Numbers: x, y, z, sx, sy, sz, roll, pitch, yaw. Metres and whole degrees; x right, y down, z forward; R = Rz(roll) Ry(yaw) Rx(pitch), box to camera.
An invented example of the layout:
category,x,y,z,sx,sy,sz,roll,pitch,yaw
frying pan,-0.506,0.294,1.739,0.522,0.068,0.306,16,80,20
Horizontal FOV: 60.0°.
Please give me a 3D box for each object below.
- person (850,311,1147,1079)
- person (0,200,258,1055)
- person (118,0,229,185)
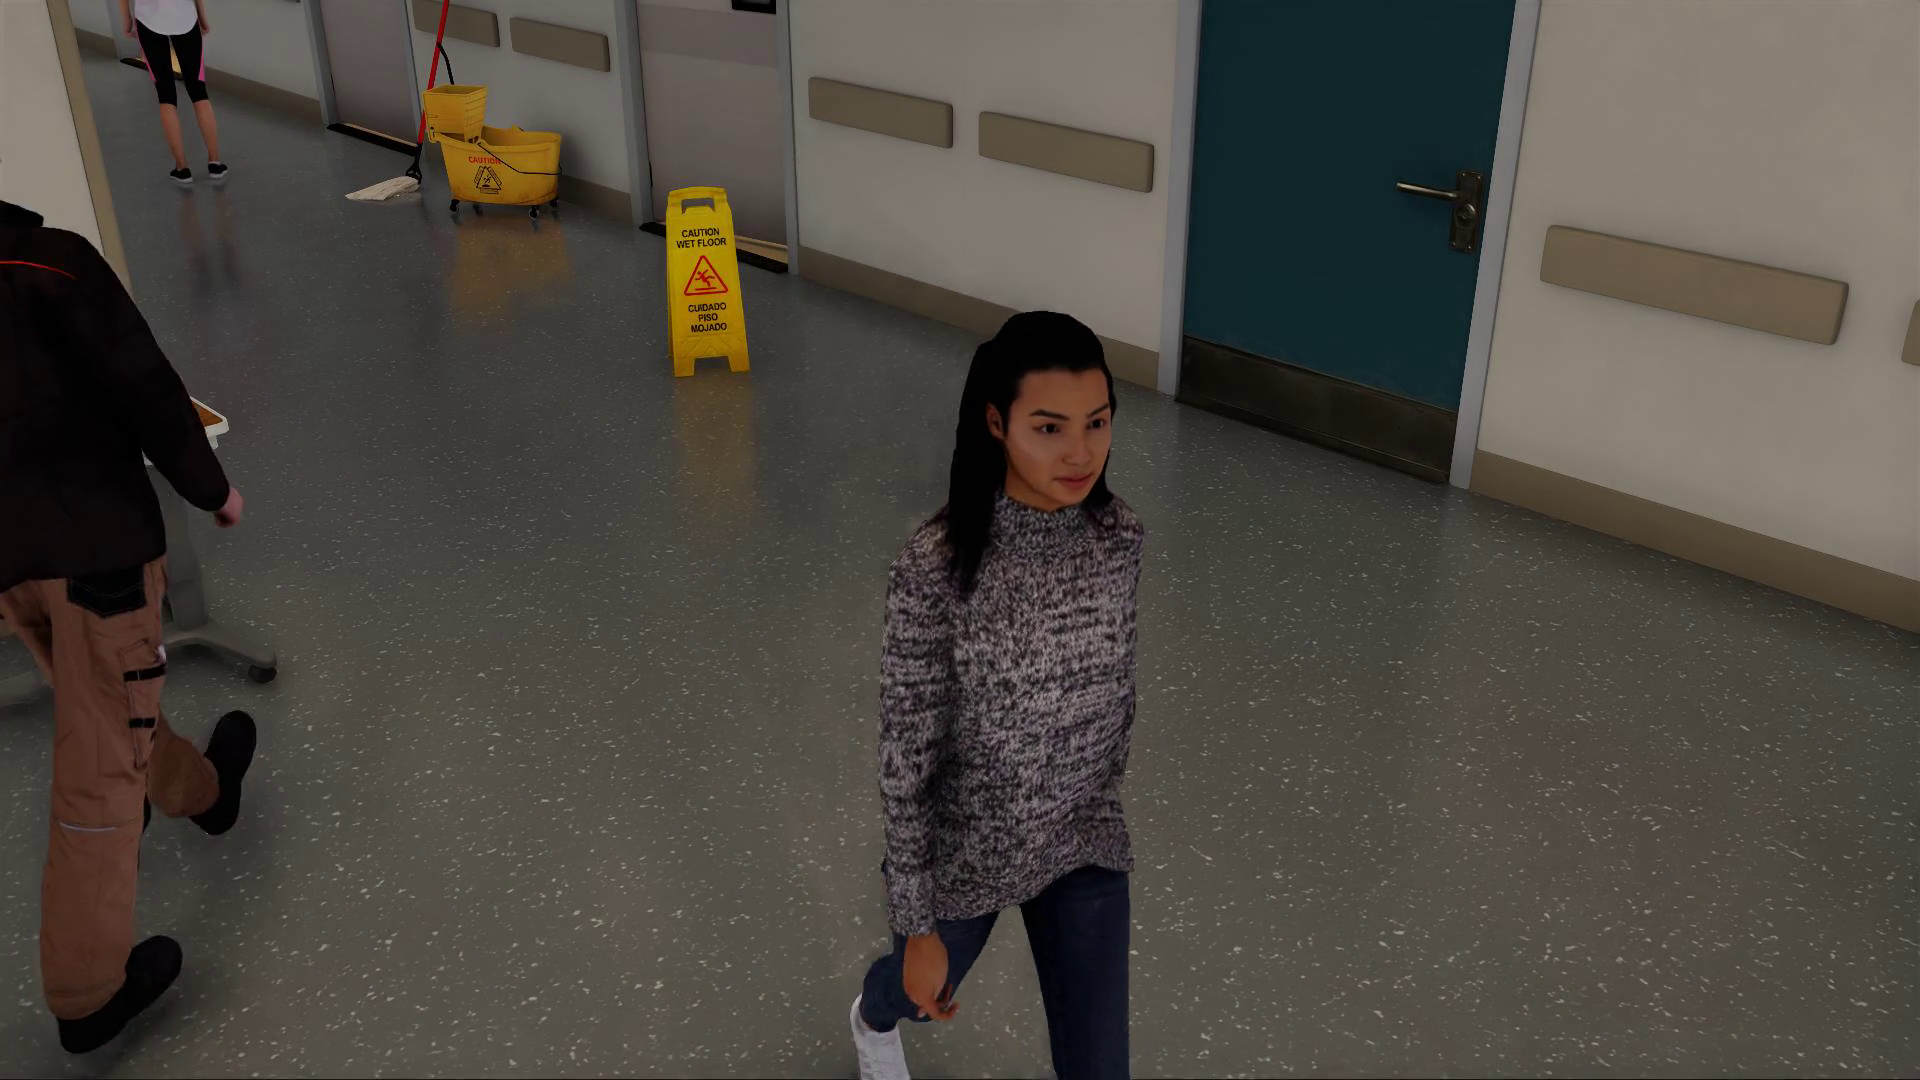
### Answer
category,x,y,z,sx,sy,sz,roll,pitch,yaw
person,0.030,0.458,2.657,0.932,1.694,1.263,-10,28,-20
person,-1.763,0.112,3.180,1.256,1.862,1.269,2,26,5
person,-4.648,-3.010,9.742,0.671,1.786,0.619,-13,29,-26
